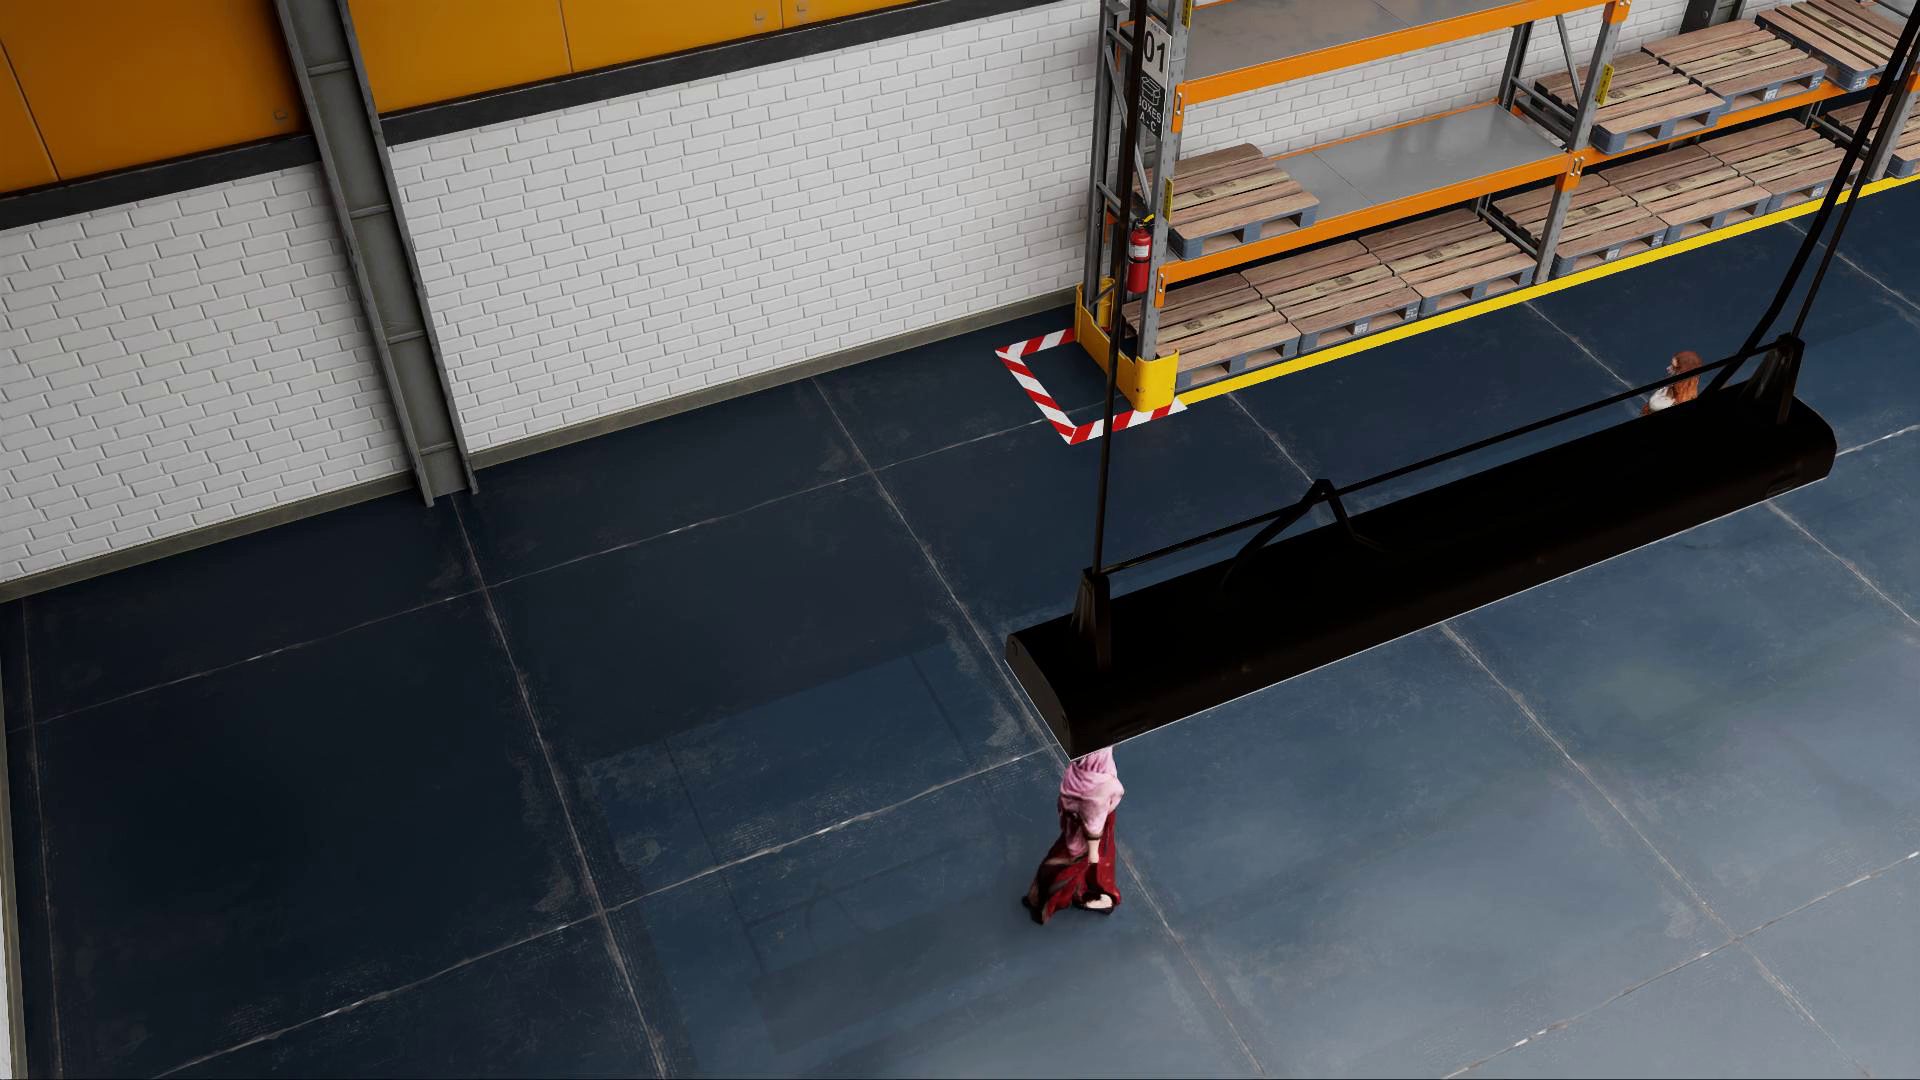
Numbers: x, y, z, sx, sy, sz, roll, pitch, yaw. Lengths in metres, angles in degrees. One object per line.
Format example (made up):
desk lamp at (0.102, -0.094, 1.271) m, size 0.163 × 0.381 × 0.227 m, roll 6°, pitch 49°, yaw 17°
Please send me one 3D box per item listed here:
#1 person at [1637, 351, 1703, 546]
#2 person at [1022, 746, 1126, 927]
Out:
person at (4.962, -0.627, 11.660) m, size 0.851 × 1.708 × 0.770 m, roll 0°, pitch 44°, yaw 0°
person at (0.797, 1.611, 9.378) m, size 0.947 × 1.616 × 0.854 m, roll 6°, pitch 44°, yaw 6°
